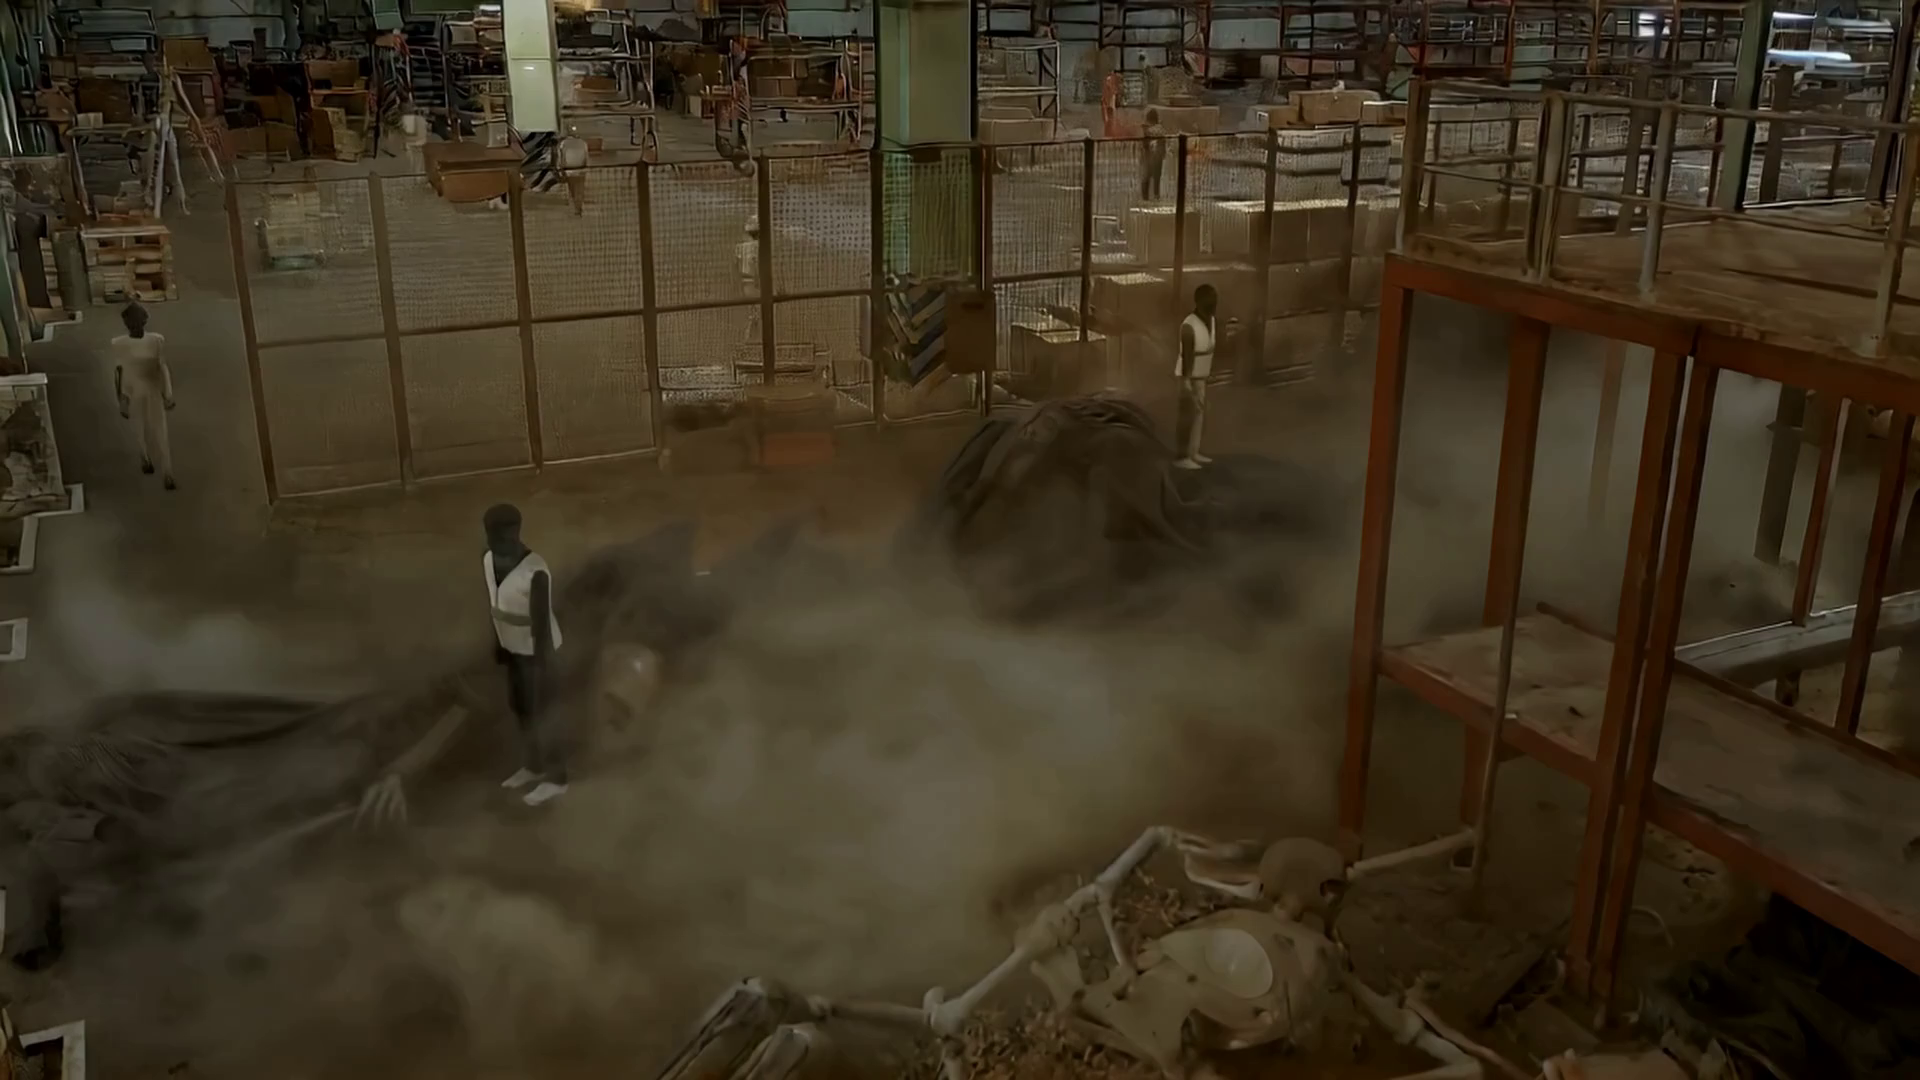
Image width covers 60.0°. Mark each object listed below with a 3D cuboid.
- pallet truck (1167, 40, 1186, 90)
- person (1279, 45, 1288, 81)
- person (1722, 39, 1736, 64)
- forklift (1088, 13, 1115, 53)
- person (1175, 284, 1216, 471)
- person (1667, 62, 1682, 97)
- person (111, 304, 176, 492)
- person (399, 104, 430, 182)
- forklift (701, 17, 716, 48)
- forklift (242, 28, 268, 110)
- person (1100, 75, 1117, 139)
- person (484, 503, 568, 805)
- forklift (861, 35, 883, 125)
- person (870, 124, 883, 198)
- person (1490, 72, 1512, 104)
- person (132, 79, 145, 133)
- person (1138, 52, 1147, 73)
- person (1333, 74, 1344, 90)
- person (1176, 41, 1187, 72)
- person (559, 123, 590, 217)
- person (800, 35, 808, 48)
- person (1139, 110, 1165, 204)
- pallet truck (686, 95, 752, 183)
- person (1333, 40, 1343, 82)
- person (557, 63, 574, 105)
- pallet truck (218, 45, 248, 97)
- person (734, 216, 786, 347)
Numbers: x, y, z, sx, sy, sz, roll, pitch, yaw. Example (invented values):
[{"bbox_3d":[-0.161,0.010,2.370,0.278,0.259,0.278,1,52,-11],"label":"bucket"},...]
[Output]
[{"bbox_3d":[9.045,-19.971,69.895,0.823,1.965,1.885,-3,19,-8],"label":"pallet truck"},{"bbox_3d":[12.920,-18.849,66.727,0.348,1.942,0.548,-9,21,-23],"label":"person"},{"bbox_3d":[36.052,-22.593,77.793,0.810,1.803,0.590,-10,22,-28],"label":"person"},{"bbox_3d":[7.097,-23.509,78.820,1.873,2.768,1.129,-9,21,-25],"label":"forklift"},{"bbox_3d":[2.406,-1.666,16.969,0.391,1.913,0.593,12,22,31],"label":"person"},{"bbox_3d":[26.106,-16.632,60.744,0.535,1.650,0.900,12,22,31],"label":"person"},{"bbox_3d":[-8.088,-1.456,16.498,0.534,1.827,0.993,-11,22,-30],"label":"person"},{"bbox_3d":[-13.038,-9.539,39.919,0.629,1.820,0.564,3,19,8],"label":"person"},{"bbox_3d":[-10.921,-21.323,72.480,1.873,2.768,1.129,-9,21,-25],"label":"forklift"},{"bbox_3d":[-24.981,-16.906,59.677,1.873,2.768,1.129,-9,21,-25],"label":"forklift"},{"bbox_3d":[4.443,-12.941,49.730,0.522,1.858,0.320,13,23,34],"label":"person"},{"bbox_3d":[-2.661,0.677,10.185,0.584,1.911,0.390,16,25,39],"label":"person"},{"bbox_3d":[-2.201,-14.838,53.682,1.873,2.768,1.129,-9,21,-25],"label":"forklift"},{"bbox_3d":[-1.676,-8.259,36.194,0.611,1.854,0.909,-17,25,-40],"label":"person"},{"bbox_3d":[16.179,-13.031,49.834,0.625,1.954,0.451,4,19,11],"label":"person"},{"bbox_3d":[-25.386,-13.403,51.413,0.526,1.631,0.319,5,20,15],"label":"person"},{"bbox_3d":[7.395,-18.807,67.037,0.821,1.663,0.530,11,22,28],"label":"person"},{"bbox_3d":[12.259,-14.277,53.947,0.314,1.629,0.509,-5,20,-15],"label":"person"},{"bbox_3d":[9.848,-21.096,73.416,0.555,1.828,0.673,-10,21,-27],"label":"person"},{"bbox_3d":[-7.954,-7.629,34.296,0.582,1.889,0.955,-1,19,-3],"label":"person"},{"bbox_3d":[-7.256,-22.560,77.548,0.842,1.905,0.544,14,23,34],"label":"person"},{"bbox_3d":[4.176,-8.321,36.060,0.548,2.000,0.725,-10,22,-27],"label":"person"},{"bbox_3d":[-5.836,-9.608,39.856,0.823,1.965,1.885,10,22,27],"label":"pallet truck"},{"bbox_3d":[16.238,-20.445,71.359,0.372,1.940,0.631,-4,19,-12],"label":"person"},{"bbox_3d":[-13.532,-15.525,57.121,0.650,1.917,0.524,-14,23,-34],"label":"person"},{"bbox_3d":[-28.879,-18.665,66.111,0.823,1.965,1.885,-3,19,-9],"label":"pallet truck"},{"bbox_3d":[-2.592,-3.232,21.536,0.627,1.889,1.016,15,24,37],"label":"person"}]
